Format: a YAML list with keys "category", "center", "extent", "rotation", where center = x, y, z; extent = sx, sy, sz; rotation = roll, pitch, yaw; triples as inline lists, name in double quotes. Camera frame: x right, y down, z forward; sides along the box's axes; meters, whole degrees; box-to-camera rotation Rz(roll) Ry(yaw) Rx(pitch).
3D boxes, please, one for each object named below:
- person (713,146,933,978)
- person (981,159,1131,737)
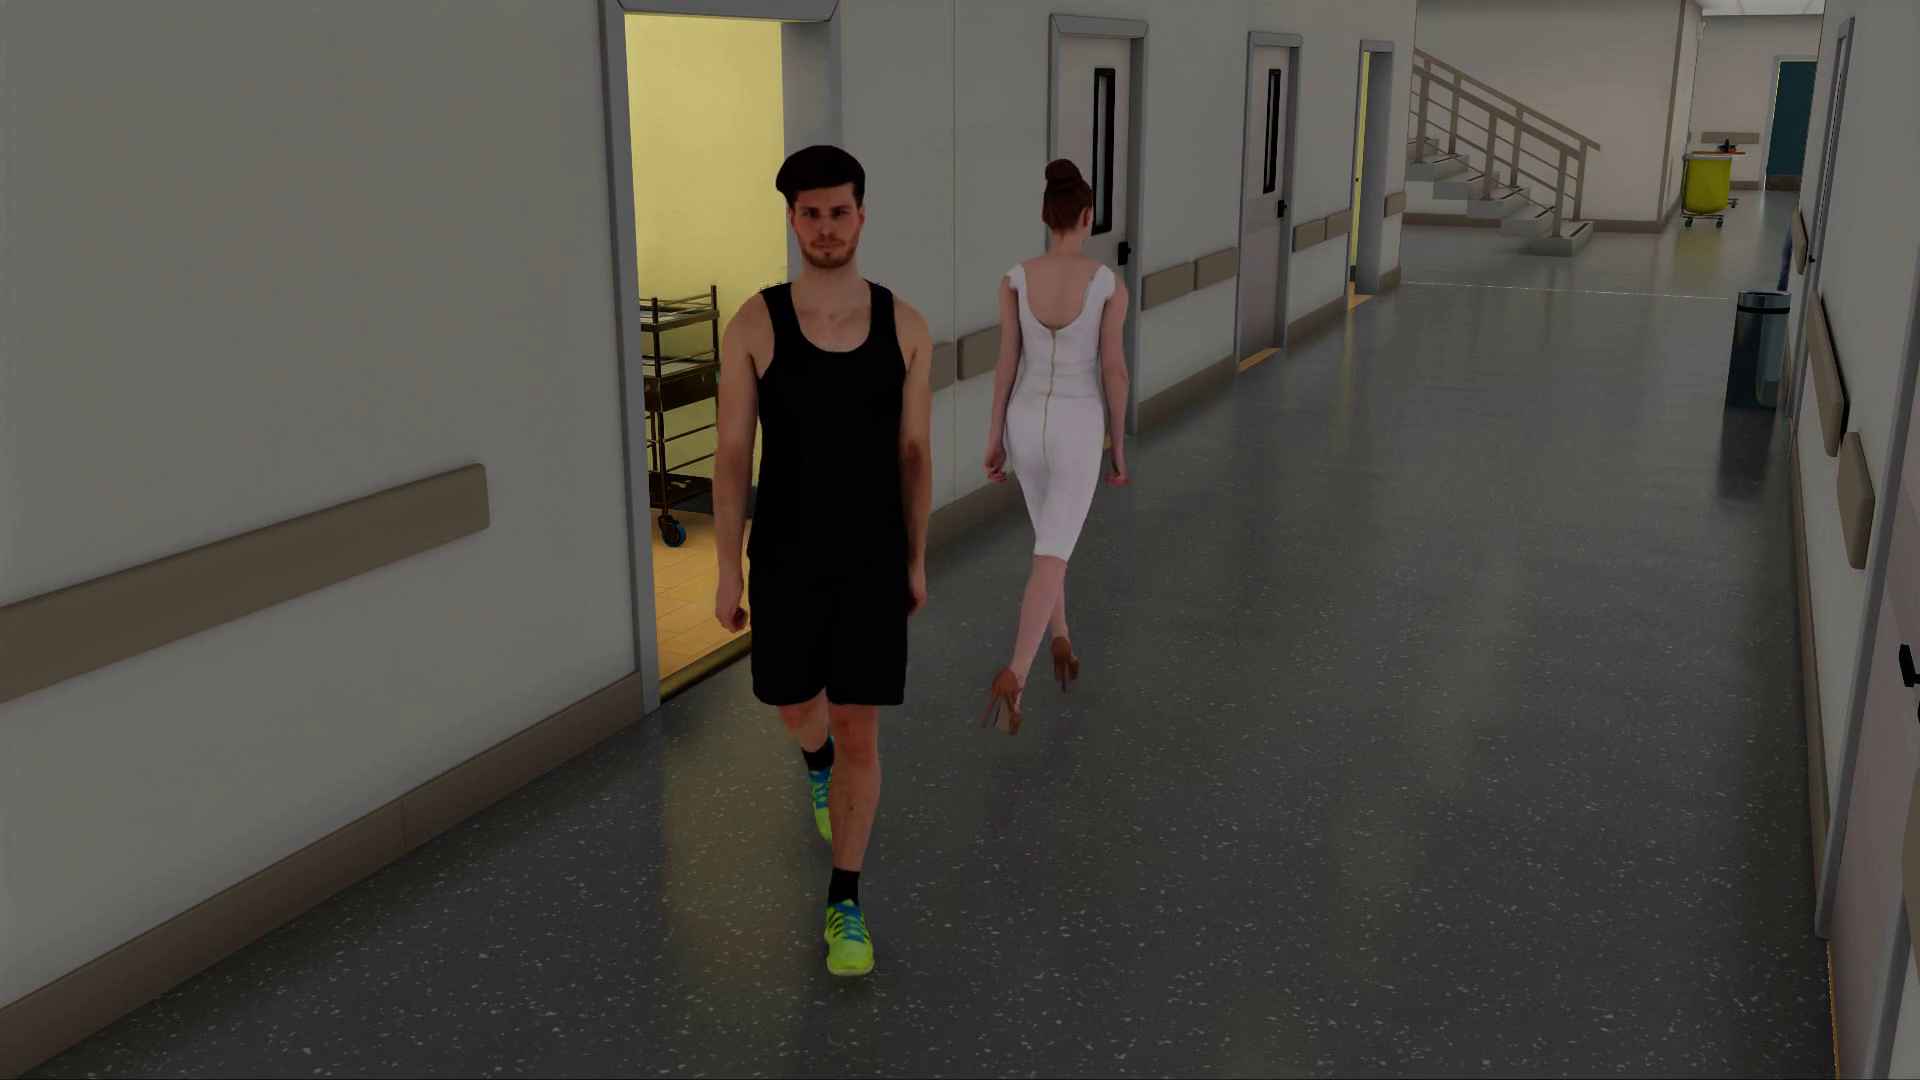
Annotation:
- category: "person"
  center: [-0.317, 0.028, 4.002]
  extent: [1.202, 1.858, 1.123]
  rotation: [-2, 16, -5]
- category: "person"
  center: [0.251, -0.238, 5.147]
  extent: [0.970, 1.748, 0.639]
  rotation: [7, 17, 23]
